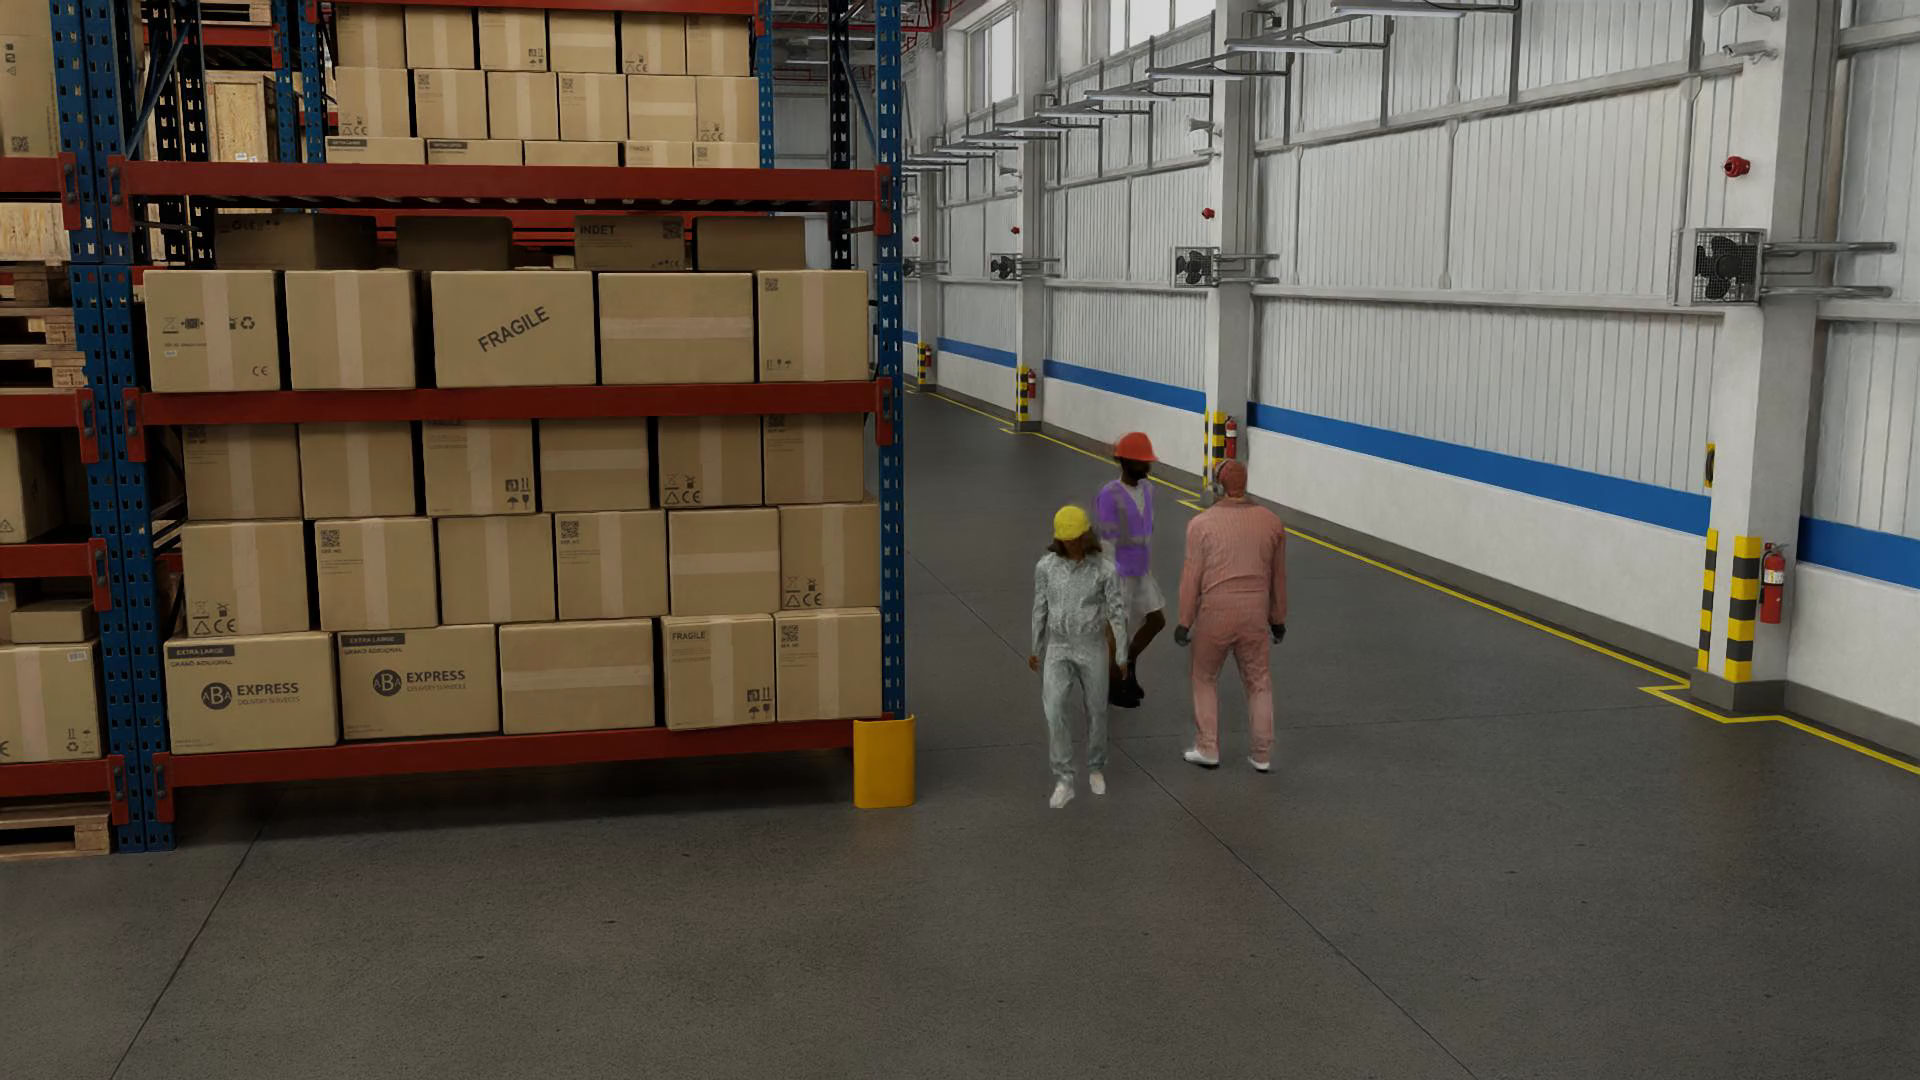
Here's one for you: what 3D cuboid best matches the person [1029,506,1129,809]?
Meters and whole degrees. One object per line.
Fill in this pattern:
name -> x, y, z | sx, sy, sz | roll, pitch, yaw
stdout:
person -> 0.661, 0.650, 9.404 | 0.592, 1.698, 0.730 | 2, 10, 15

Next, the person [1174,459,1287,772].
person -> 1.638, 0.462, 10.023 | 0.681, 1.894, 0.417 | -3, 10, -18

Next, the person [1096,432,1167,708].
person -> 1.171, 0.210, 11.444 | 0.561, 1.919, 0.424 | -9, 13, -44
